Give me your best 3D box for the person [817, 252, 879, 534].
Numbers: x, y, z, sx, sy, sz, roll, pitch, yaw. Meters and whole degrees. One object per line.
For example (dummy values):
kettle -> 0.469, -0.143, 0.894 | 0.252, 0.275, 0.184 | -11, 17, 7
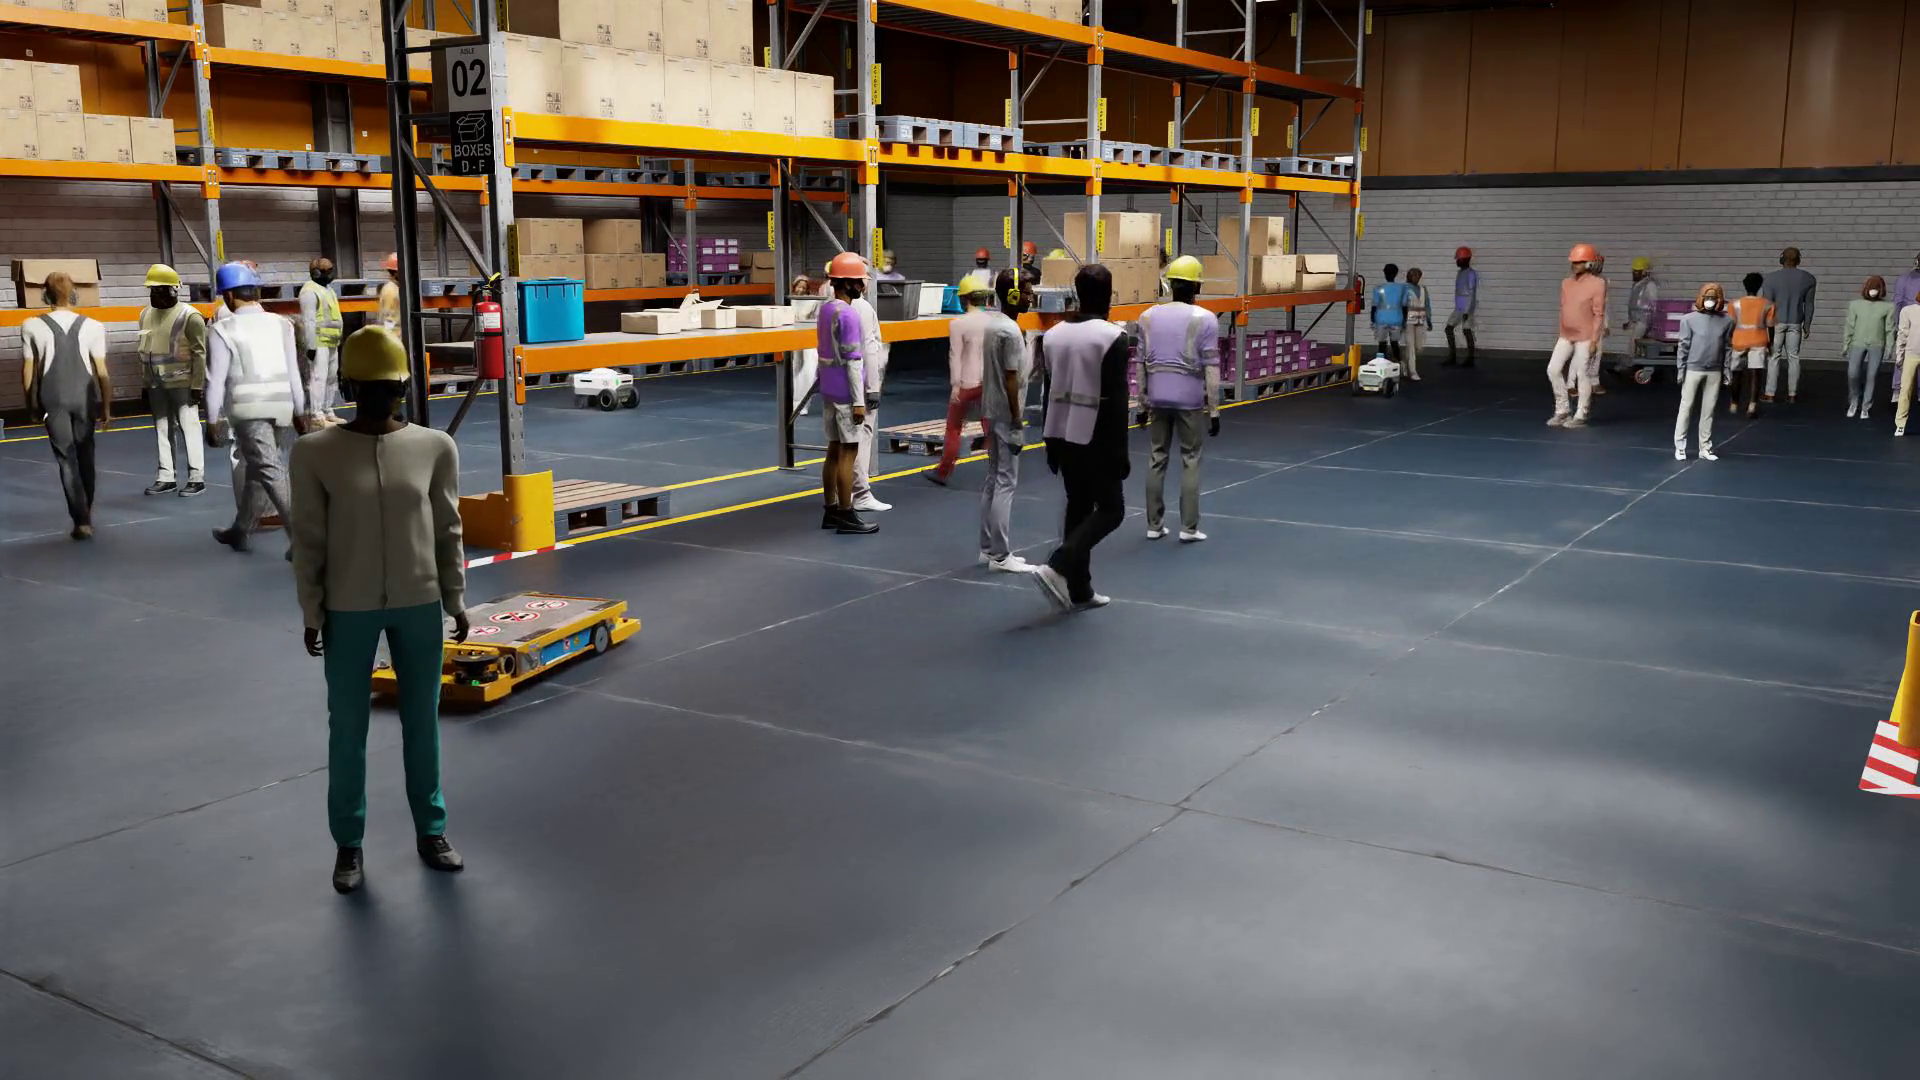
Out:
person -> -0.779, -1.009, 11.508 | 0.360, 1.936, 0.552 | -5, 11, -26

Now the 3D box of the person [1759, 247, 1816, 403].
person -> 10.269, -2.669, 20.700 | 0.638, 1.938, 0.356 | 1, 10, 6

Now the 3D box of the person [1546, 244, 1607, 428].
person -> 6.588, -2.174, 17.840 | 0.567, 1.975, 0.655 | -5, 11, -26

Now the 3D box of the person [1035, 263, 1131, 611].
person -> 0.628, -0.525, 8.928 | 0.541, 1.899, 0.593 | -8, 13, -38

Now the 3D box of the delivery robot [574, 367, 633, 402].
delivery robot -> -4.273, -1.881, 19.913 | 0.707, 0.478, 0.477 | 5, 11, 27

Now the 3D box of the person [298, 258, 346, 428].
person -> -6.885, -2.119, 17.958 | 0.431, 1.832, 0.640 | 0, 10, -2

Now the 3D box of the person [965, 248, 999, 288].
person -> 0.372, -3.562, 25.790 | 0.557, 1.887, 0.948 | 2, 10, 12

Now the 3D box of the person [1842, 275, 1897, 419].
person -> 10.259, -2.168, 18.781 | 0.522, 1.618, 0.425 | 6, 12, 31

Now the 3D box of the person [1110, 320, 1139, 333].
person -> 2.125, -2.971, 22.208 | 0.650, 1.994, 1.007 | 7, 12, 33

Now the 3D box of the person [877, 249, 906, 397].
person -> -1.027, -2.778, 21.408 | 0.711, 1.900, 0.452 | -3, 11, -14

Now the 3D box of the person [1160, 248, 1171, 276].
person -> 3.016, -3.289, 24.220 | 0.534, 1.913, 0.668 | -5, 12, -28

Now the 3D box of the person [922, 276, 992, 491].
person -> 0.053, -1.259, 13.483 | 0.538, 1.727, 0.846 | -7, 13, -35

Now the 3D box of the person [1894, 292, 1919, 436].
person -> 9.904, -1.864, 17.113 | 0.496, 1.629, 0.277 | 5, 11, 25

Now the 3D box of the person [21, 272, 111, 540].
person -> -6.169, -0.933, 11.483 | 0.510, 1.793, 0.938 | -8, 13, -38

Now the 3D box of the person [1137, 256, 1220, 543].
person -> 1.480, -0.936, 11.188 | 0.596, 1.911, 0.440 | 7, 13, 35

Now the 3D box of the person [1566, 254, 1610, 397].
person -> 8.203, -2.794, 21.708 | 0.714, 1.846, 0.506 | -4, 11, -22

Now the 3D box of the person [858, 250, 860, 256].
person -> -1.595, -3.970, 28.106 | 0.313, 1.869, 0.538 | -5, 11, -25

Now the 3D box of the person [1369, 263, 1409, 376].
person -> 6.234, -3.175, 24.213 | 0.538, 1.676, 0.365 | -1, 10, -4

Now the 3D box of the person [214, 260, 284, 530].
person -> -4.954, -1.010, 11.665 | 0.576, 1.884, 0.355 | 7, 12, 34

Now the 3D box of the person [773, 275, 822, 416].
person -> -1.867, -2.224, 19.113 | 0.598, 1.618, 0.546 | 4, 11, 20

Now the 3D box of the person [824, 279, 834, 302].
person -> -1.359, -2.569, 20.414 | 0.625, 1.846, 0.429 | 6, 12, 31

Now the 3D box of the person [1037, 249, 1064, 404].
person -> 1.272, -2.579, 20.288 | 0.672, 1.901, 0.609 | 4, 11, 21

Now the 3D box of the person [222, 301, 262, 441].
person -> -7.164, -1.845, 16.702 | 0.491, 1.749, 0.352 | 3, 11, 18

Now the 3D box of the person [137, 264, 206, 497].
person -> -6.254, -1.257, 13.170 | 0.588, 1.833, 0.404 | 3, 11, 15

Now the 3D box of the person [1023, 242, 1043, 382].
person -> 0.953, -3.251, 23.770 | 0.610, 1.996, 0.386 | 10, 14, 43

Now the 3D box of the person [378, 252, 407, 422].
person -> -6.085, -2.107, 17.714 | 0.678, 1.903, 0.583 | -2, 10, -13

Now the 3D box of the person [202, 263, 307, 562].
person -> -4.469, -0.804, 10.533 | 1.046, 1.879, 0.617 | 5, 11, 26

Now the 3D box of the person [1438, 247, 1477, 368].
person -> 7.847, -3.649, 26.197 | 0.702, 1.910, 0.586 | -1, 10, -7

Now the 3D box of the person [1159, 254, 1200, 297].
person -> 3.020, -3.040, 23.072 | 0.622, 1.835, 0.430 | 0, 10, 2

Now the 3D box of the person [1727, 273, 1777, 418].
person -> 9.076, -2.242, 19.117 | 0.541, 1.657, 0.874 | 4, 11, 20

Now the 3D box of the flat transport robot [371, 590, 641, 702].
flat transport robot -> -2.147, 0.475, 7.901 | 0.652, 0.197, 1.431 | 3, 11, 17

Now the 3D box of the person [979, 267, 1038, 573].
person -> 0.290, -0.723, 10.151 | 0.312, 1.861, 0.511 | -3, 11, -15

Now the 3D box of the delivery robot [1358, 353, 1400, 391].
delivery robot -> 5.427, -2.173, 21.520 | 0.477, 0.478, 0.707 | 7, 13, 33

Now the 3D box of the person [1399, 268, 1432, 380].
person -> 6.611, -3.155, 24.260 | 0.535, 1.617, 0.642 | -4, 11, -21

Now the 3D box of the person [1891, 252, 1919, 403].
person -> 11.888, -2.635, 20.601 | 0.651, 1.906, 0.409 | 3, 11, 16

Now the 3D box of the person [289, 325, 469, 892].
person -> -1.811, 0.209, 5.240 | 0.523, 1.767, 0.318 | -6, 12, -30

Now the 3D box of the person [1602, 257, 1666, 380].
person -> 9.834, -3.186, 24.041 | 0.938, 1.769, 0.620 | 1, 10, 6

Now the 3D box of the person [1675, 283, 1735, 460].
person -> 6.845, -1.540, 15.295 | 0.502, 1.631, 0.286 | 0, 10, 2

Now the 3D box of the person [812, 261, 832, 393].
person -> -1.665, -2.821, 22.091 | 0.774, 1.734, 0.542 | -5, 11, -27

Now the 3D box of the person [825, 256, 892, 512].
person -> -0.777, -1.167, 12.469 | 0.411, 1.909, 0.643 | -7, 12, -33
